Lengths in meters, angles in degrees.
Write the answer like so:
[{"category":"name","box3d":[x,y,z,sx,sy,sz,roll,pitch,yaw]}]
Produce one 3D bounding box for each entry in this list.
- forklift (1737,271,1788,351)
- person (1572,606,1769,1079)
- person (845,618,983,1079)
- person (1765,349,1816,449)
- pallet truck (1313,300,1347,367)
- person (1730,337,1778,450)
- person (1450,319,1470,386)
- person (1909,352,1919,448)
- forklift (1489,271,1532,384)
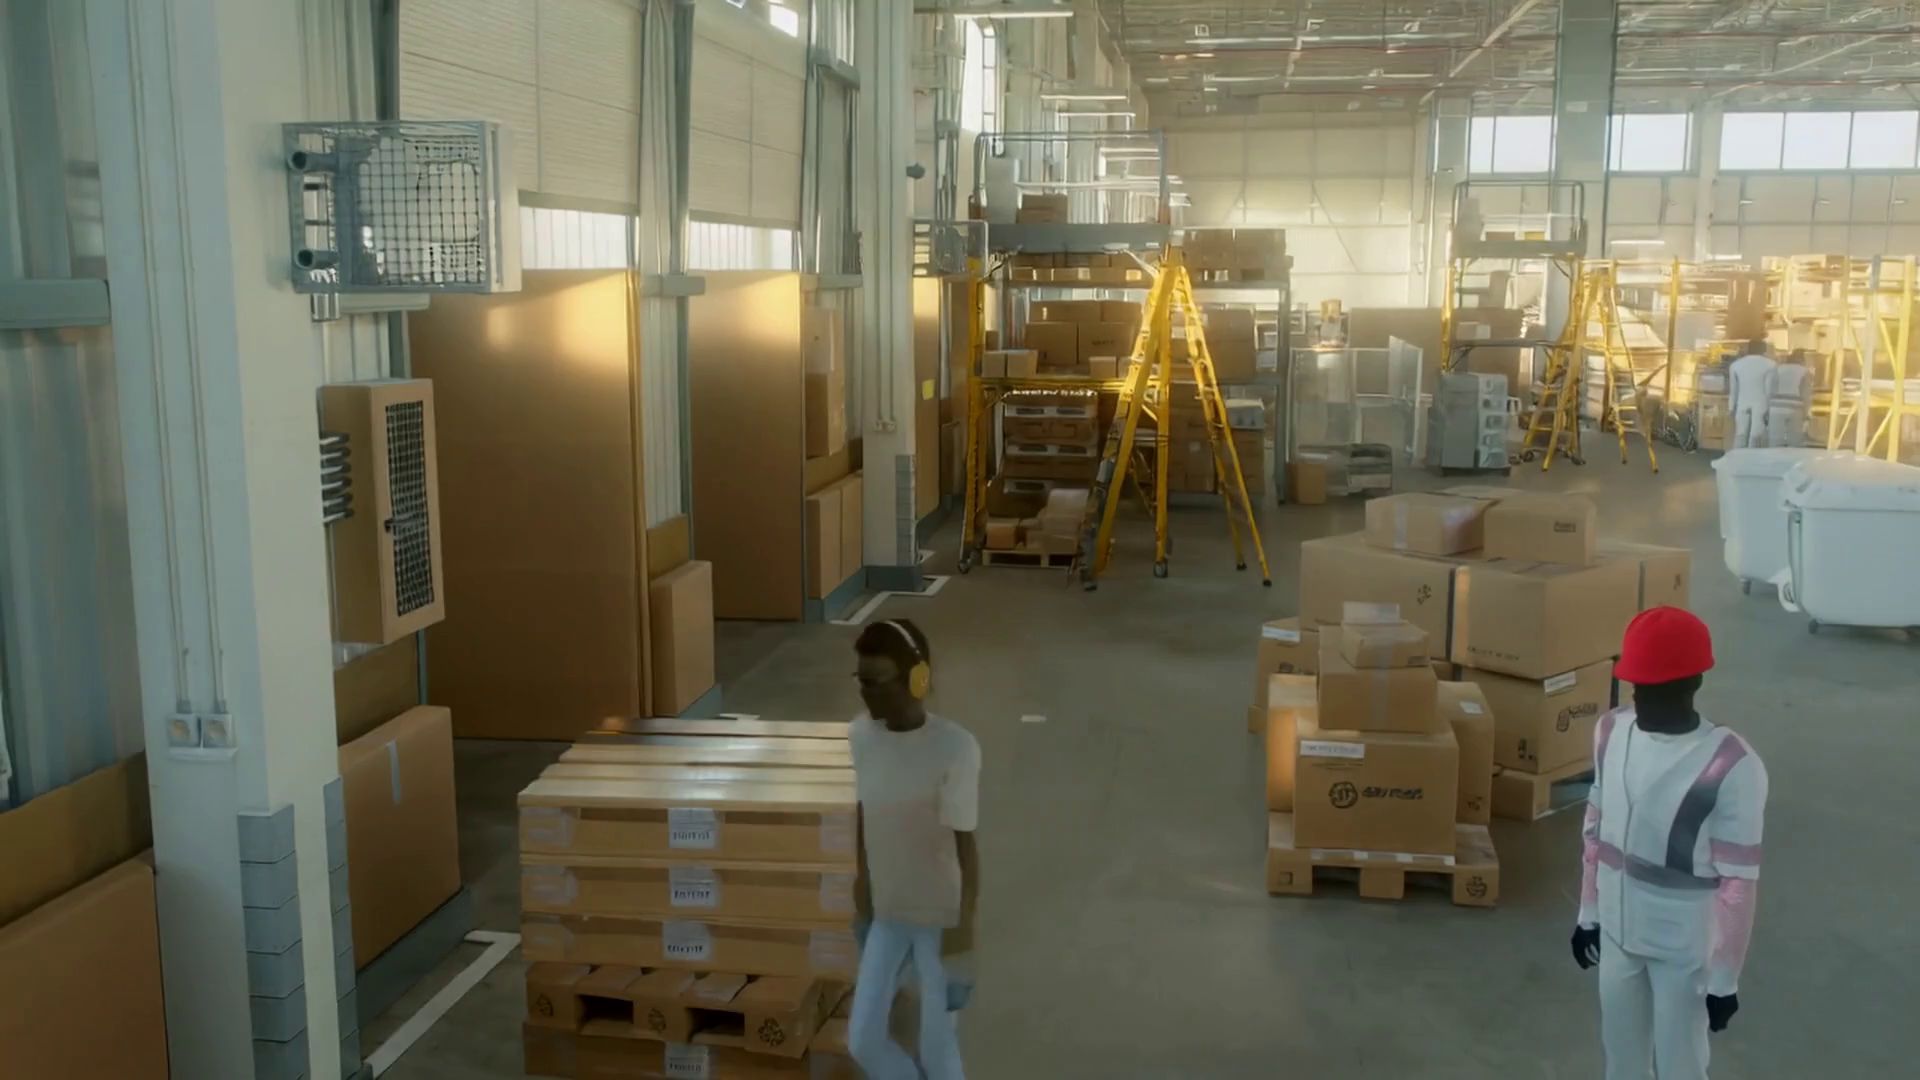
[{"category":"forklift","box3d":[22.794,-6.346,47.905,1.873,2.768,1.129,-3,10,-17]},{"category":"person","box3d":[1.995,1.127,4.780,0.395,1.918,0.586,-4,10,-23]},{"category":"person","box3d":[-0.138,1.136,4.941,0.568,1.847,0.387,6,11,34]},{"category":"person","box3d":[11.309,-1.716,22.716,0.650,1.775,1.007,6,11,32]},{"category":"pallet truck","box3d":[11.159,-6.200,49.718,0.823,1.965,1.885,4,10,26]},{"category":"person","box3d":[10.969,-1.834,23.025,0.362,1.932,0.626,-9,13,-43]},{"category":"person","box3d":[9.488,-3.229,31.593,0.376,1.933,0.545,-4,10,-21]},{"category":"person","box3d":[15.509,-2.338,26.720,0.330,1.735,0.486,5,10,28]},{"category":"forklift","box3d":[13.426,-5.323,41.594,1.873,2.768,1.129,1,9,9]}]
